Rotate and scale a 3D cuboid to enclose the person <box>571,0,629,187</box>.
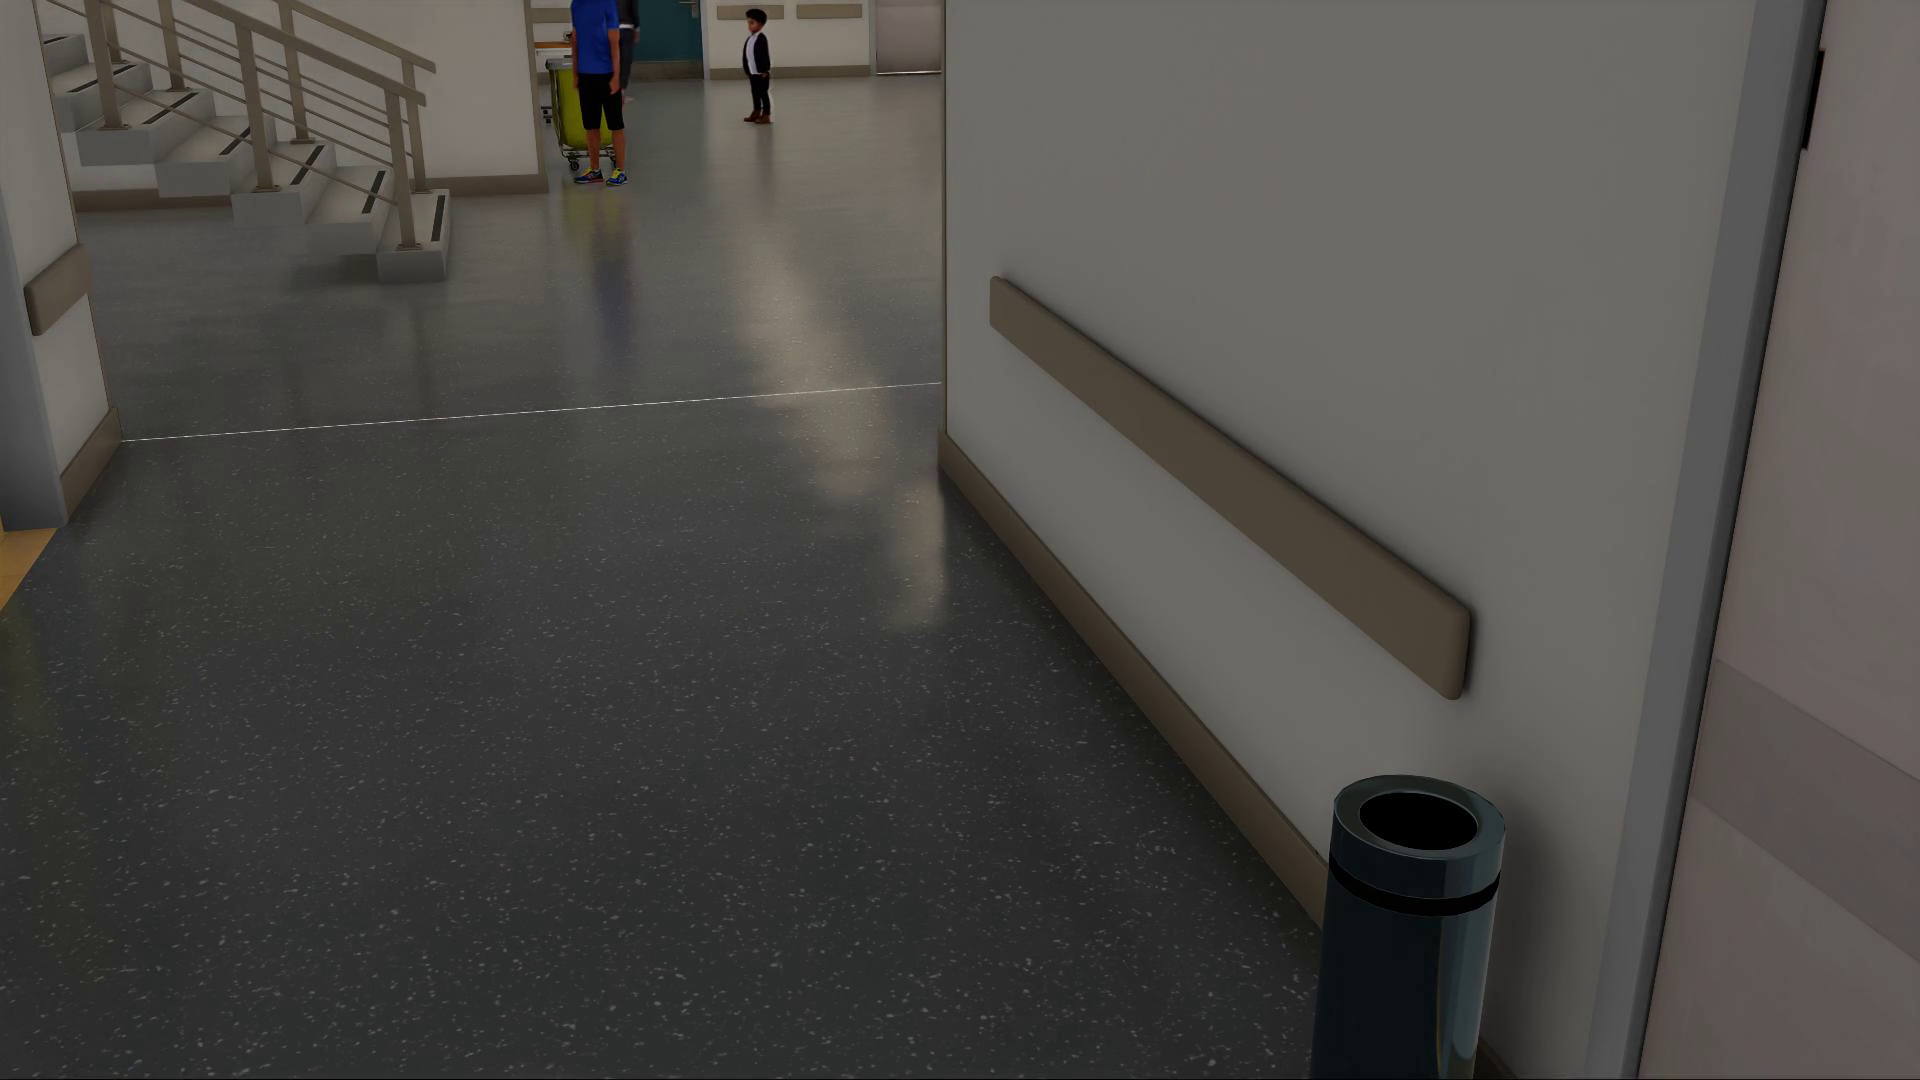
[{"bbox_3d":[-3.065,-3.976,14.146,0.696,1.869,0.769,10,23,24],"label":"person"}]

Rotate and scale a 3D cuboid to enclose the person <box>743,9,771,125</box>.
[{"bbox_3d":[-2.229,-5.232,18.373,0.596,1.225,0.575,-18,27,-39],"label":"person"}]

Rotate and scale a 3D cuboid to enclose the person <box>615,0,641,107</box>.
[{"bbox_3d":[-4.036,-5.998,19.683,1.124,1.729,0.928,0,21,-1],"label":"person"}]
